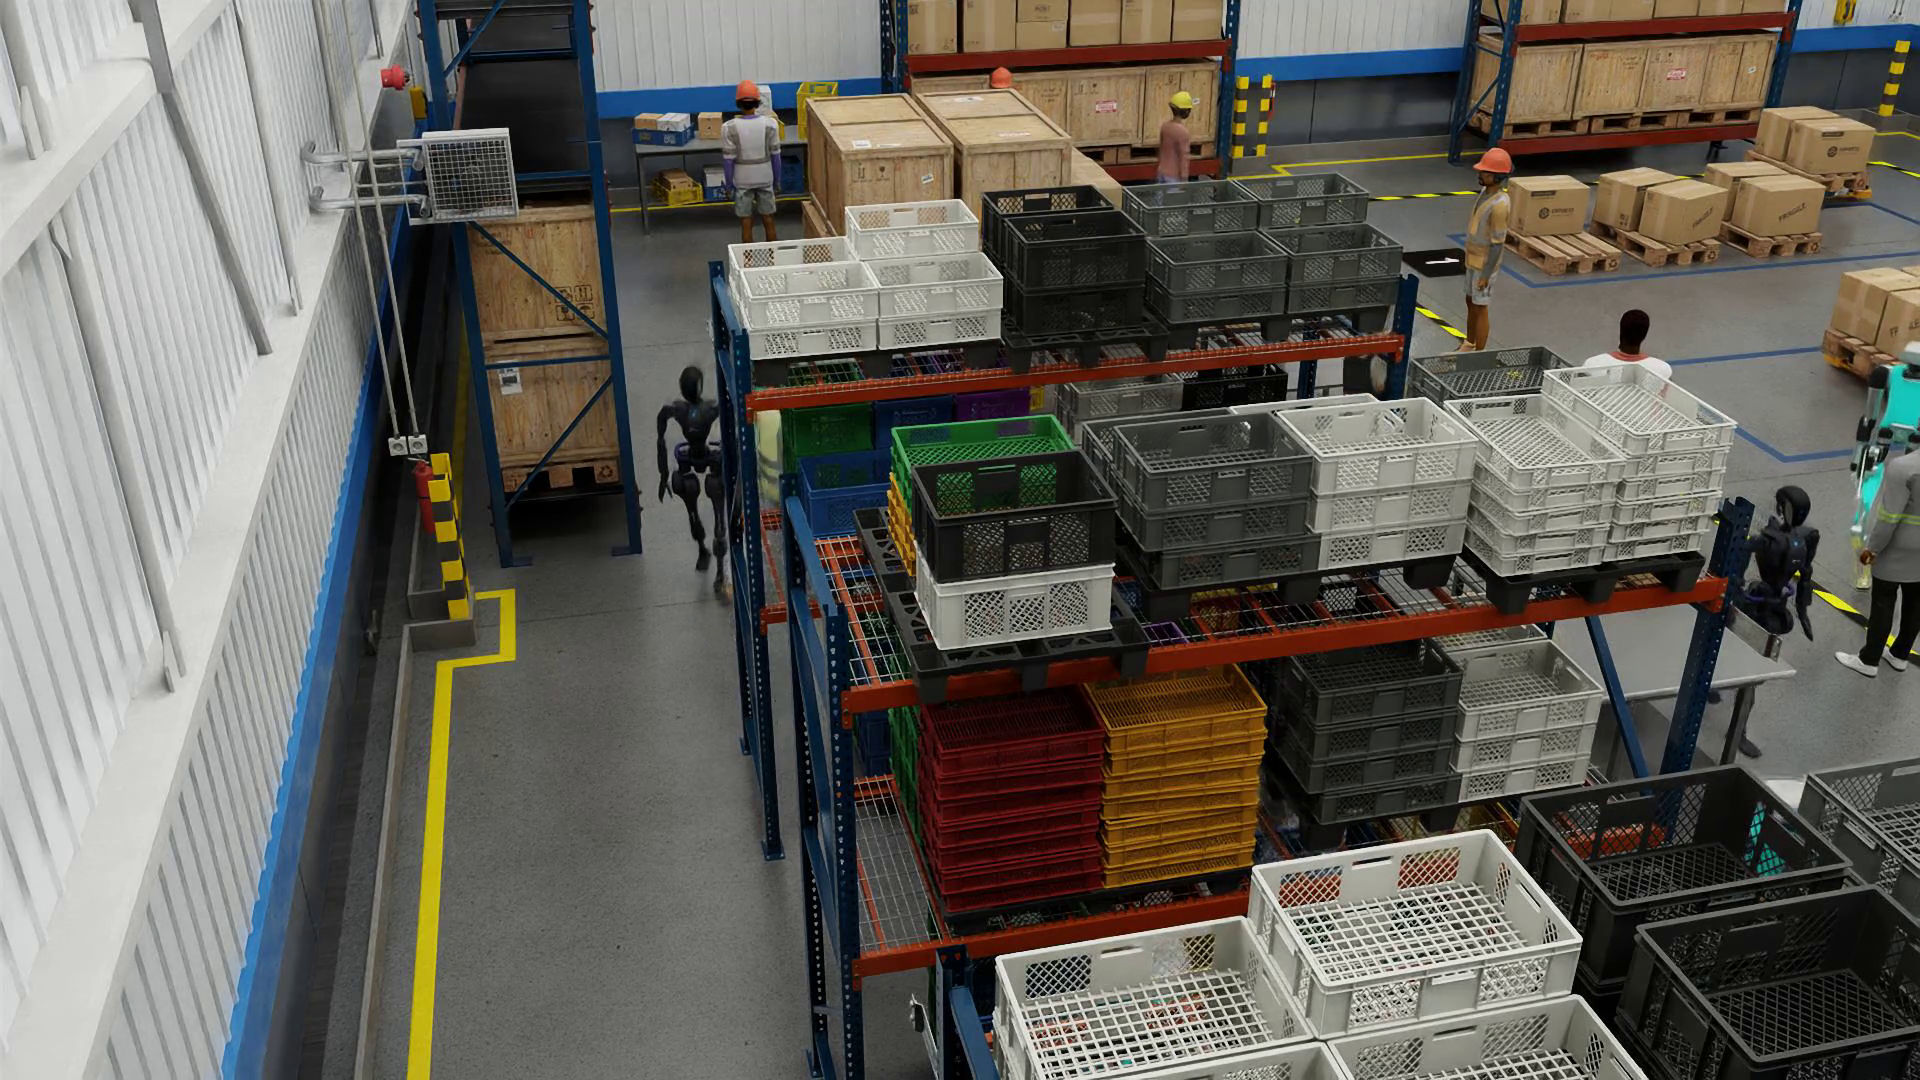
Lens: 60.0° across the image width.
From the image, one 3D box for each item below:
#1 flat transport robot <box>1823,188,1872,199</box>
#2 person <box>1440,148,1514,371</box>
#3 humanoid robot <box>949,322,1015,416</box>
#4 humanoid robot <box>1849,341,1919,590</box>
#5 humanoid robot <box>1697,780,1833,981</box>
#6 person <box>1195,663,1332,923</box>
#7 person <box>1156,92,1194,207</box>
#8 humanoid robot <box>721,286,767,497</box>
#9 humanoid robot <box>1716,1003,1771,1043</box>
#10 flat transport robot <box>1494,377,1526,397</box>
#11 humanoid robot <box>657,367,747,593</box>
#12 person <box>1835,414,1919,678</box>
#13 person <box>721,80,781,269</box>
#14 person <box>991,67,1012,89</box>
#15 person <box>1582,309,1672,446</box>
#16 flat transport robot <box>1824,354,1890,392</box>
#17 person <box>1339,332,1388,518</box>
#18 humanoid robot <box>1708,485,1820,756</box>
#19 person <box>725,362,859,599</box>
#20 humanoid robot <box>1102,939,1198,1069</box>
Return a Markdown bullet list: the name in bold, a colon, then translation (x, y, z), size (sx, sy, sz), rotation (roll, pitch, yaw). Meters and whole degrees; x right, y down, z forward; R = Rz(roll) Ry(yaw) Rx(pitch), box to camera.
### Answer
- **flat transport robot**: translation (10.228, -4.291, 20.158), size (1.431, 0.197, 0.652), rotation (-6, 28, -12)
- **person**: translation (4.640, -2.483, 14.853), size (0.366, 2.048, 0.606), rotation (0, 28, 1)
- **humanoid robot**: translation (0.163, -1.223, 12.647), size (0.533, 1.677, 0.735), rotation (2, 28, 3)
- **humanoid robot**: translation (6.308, -0.434, 11.276), size (0.530, 1.730, 0.983), rotation (15, 31, 27)
- **humanoid robot**: translation (3.374, 1.689, 7.277), size (0.531, 1.771, 0.890), rotation (1, 28, 2)
- **person**: translation (1.530, 1.180, 8.249), size (0.831, 1.704, 0.486), rotation (-4, 28, -7)
- **person**: translation (2.311, -3.939, 17.933), size (0.381, 1.755, 0.532), rotation (-11, 30, -19)
- **humanoid robot**: translation (-1.366, -1.012, 12.470), size (0.872, 1.833, 0.551), rotation (11, 30, 20)
- **humanoid robot**: translation (2.786, 2.298, 6.208), size (0.691, 1.640, 0.595), rotation (0, 28, 1)
- **flat transport robot**: translation (4.780, -1.036, 14.013), size (0.659, 0.231, 1.431), rotation (-6, 28, -12)
- **humanoid robot**: translation (-1.779, -0.440, 11.402), size (0.616, 1.621, 0.743), rotation (-2, 28, -4)
- **person**: translation (5.888, -0.006, 10.364), size (0.590, 1.848, 0.401), rotation (-6, 28, -12)
- **person**: translation (-2.143, -3.716, 17.196), size (0.604, 2.044, 0.372), rotation (-8, 29, -16)
- **person**: translation (0.446, -4.203, 18.234), size (0.550, 1.933, 0.371), rotation (-4, 28, -8)
- **person**: translation (4.541, -0.674, 11.573), size (0.580, 1.911, 0.394), rotation (9, 29, 16)
- **flat transport robot**: translation (8.473, -1.466, 14.798), size (0.652, 0.197, 1.431), rotation (-6, 28, -12)
- **person**: translation (2.949, -0.927, 12.132), size (0.481, 1.826, 0.535), rotation (-14, 31, -25)
- **humanoid robot**: translation (4.708, 0.412, 9.814), size (0.599, 1.656, 0.734), rotation (-8, 29, -15)
- **person**: translation (-1.152, -0.354, 11.117), size (0.863, 1.806, 0.644), rotation (-18, 33, -31)
- **humanoid robot**: translation (0.473, 2.250, 6.205), size (1.049, 1.718, 0.539), rotation (-6, 28, -12)
